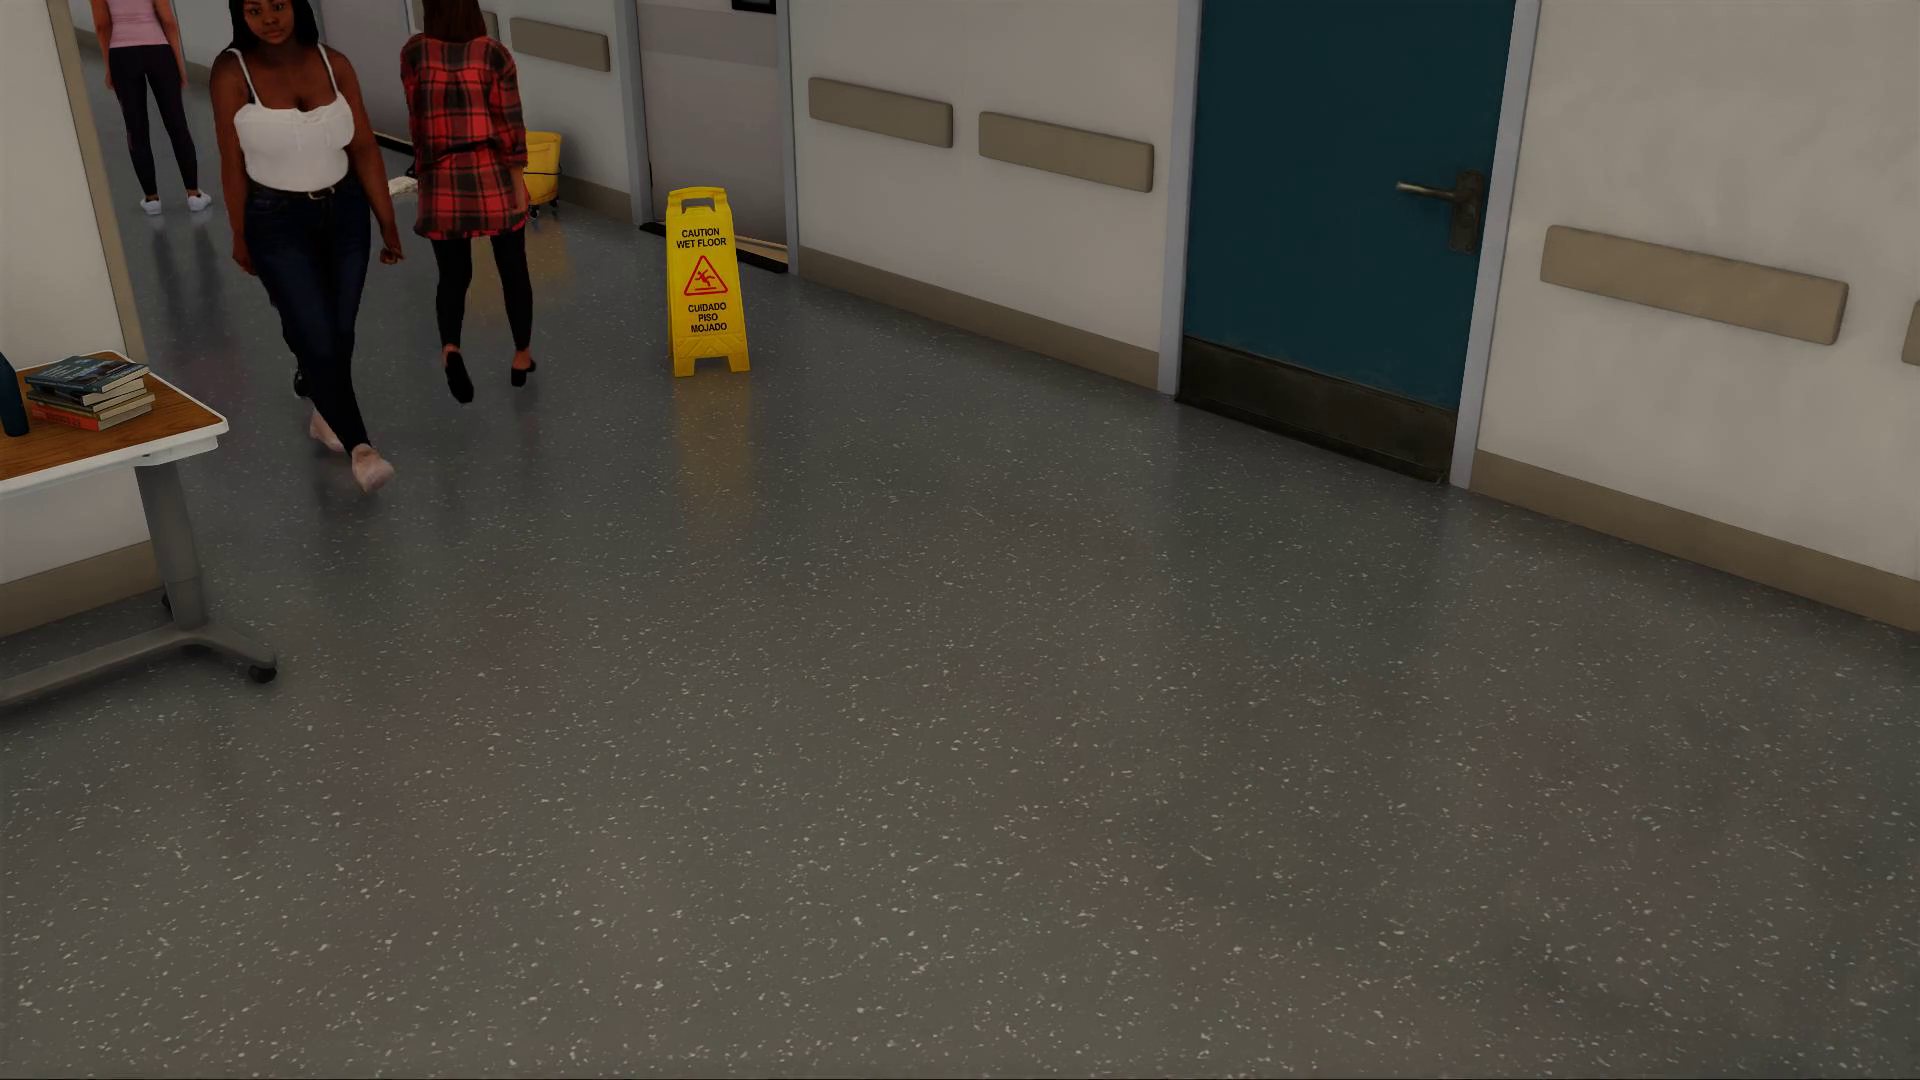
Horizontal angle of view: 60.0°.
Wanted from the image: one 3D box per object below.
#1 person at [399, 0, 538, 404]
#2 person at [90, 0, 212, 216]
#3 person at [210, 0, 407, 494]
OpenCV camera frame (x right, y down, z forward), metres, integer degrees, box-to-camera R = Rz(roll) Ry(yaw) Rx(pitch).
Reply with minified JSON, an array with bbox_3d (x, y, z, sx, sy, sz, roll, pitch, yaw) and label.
[{"bbox_3d":[-1.894,-1.310,6.341,0.983,1.679,1.072,0,26,0],"label":"person"},{"bbox_3d":[-4.466,-2.613,9.083,0.636,1.644,0.624,-11,28,-21],"label":"person"},{"bbox_3d":[-2.290,-1.071,5.759,0.715,1.753,1.132,-20,32,-36],"label":"person"}]
